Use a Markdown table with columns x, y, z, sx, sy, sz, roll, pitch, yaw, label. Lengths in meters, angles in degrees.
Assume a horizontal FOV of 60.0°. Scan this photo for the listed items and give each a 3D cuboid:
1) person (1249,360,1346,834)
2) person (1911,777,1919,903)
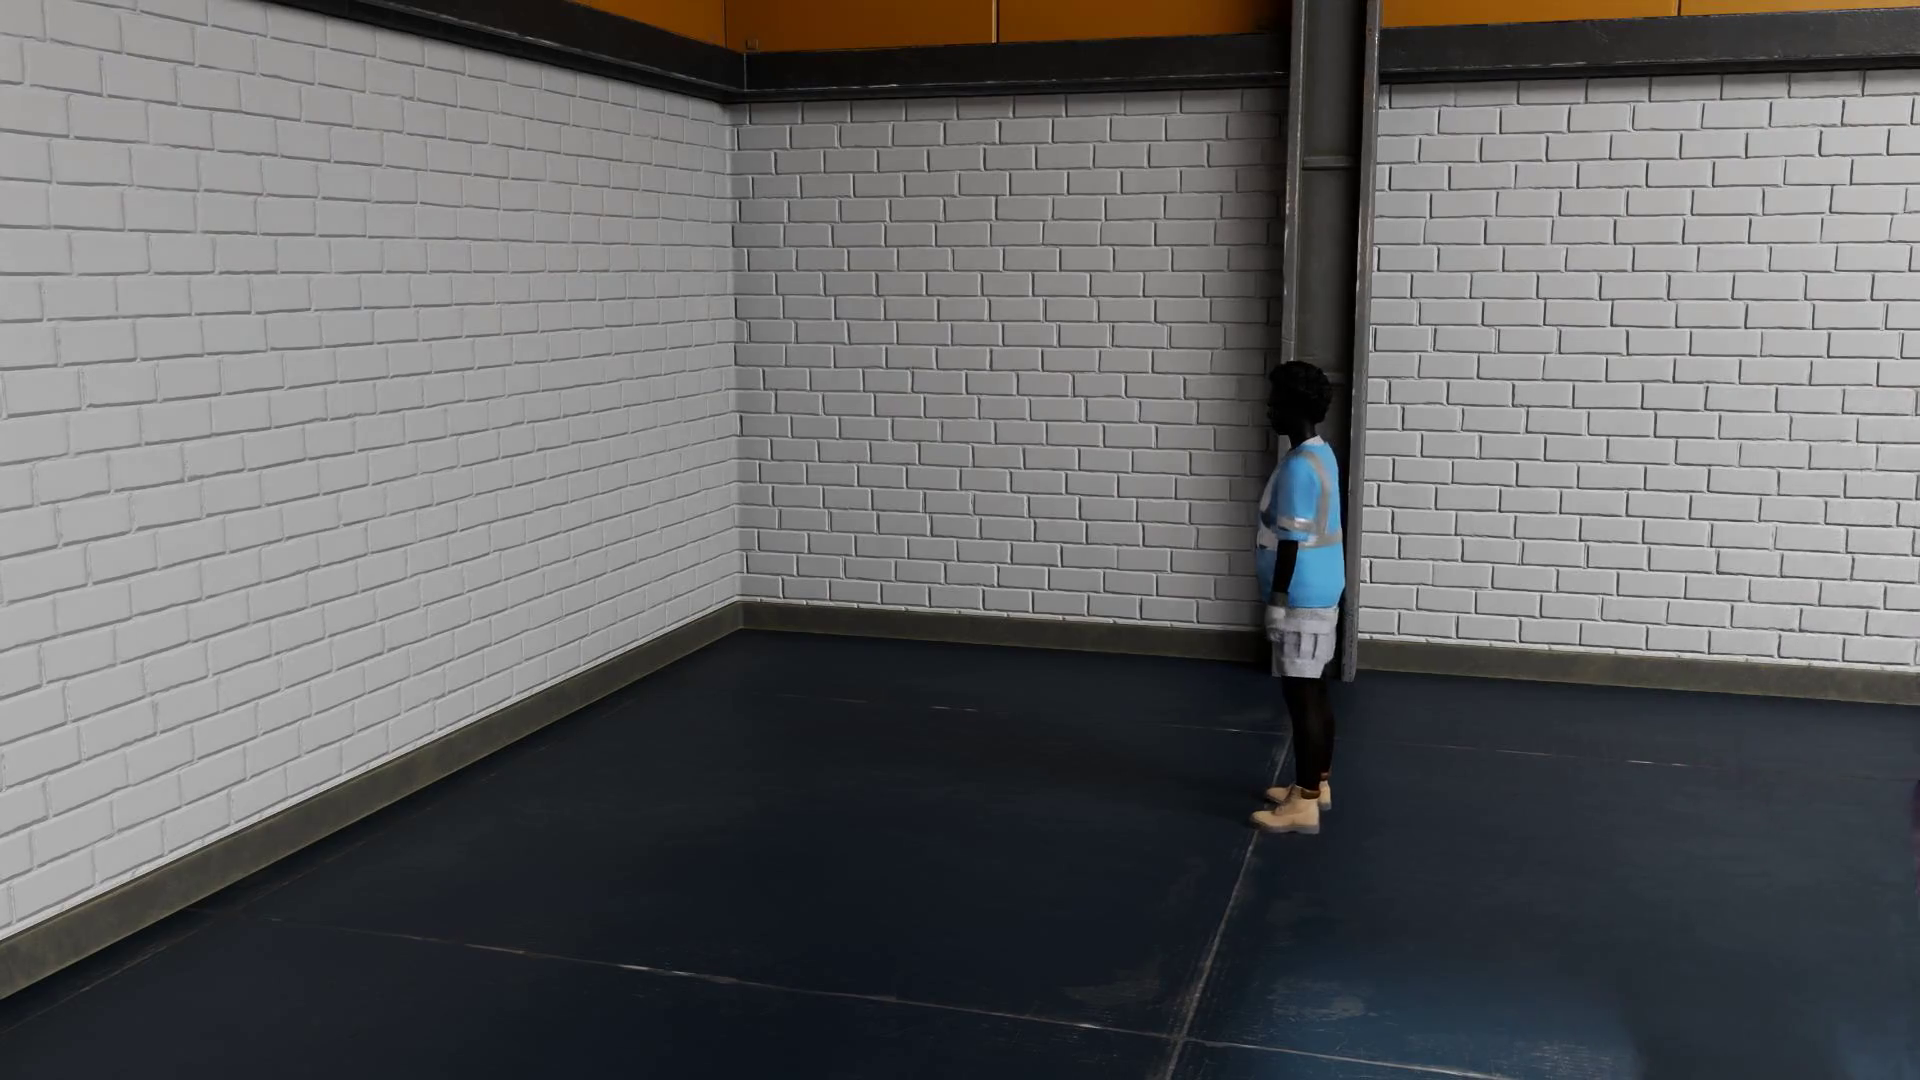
| x | y | z | sx | sy | sz | roll | pitch | yaw | label |
| --- | --- | --- | --- | --- | --- | --- | --- | --- | --- |
| 1.223 | 0.203 | 6.003 | 0.319 | 1.690 | 0.537 | 3 | 10 | 20 | person |
| 1.383 | 0.796 | 1.855 | 0.670 | 1.859 | 0.960 | -3 | 10 | -16 | person |
